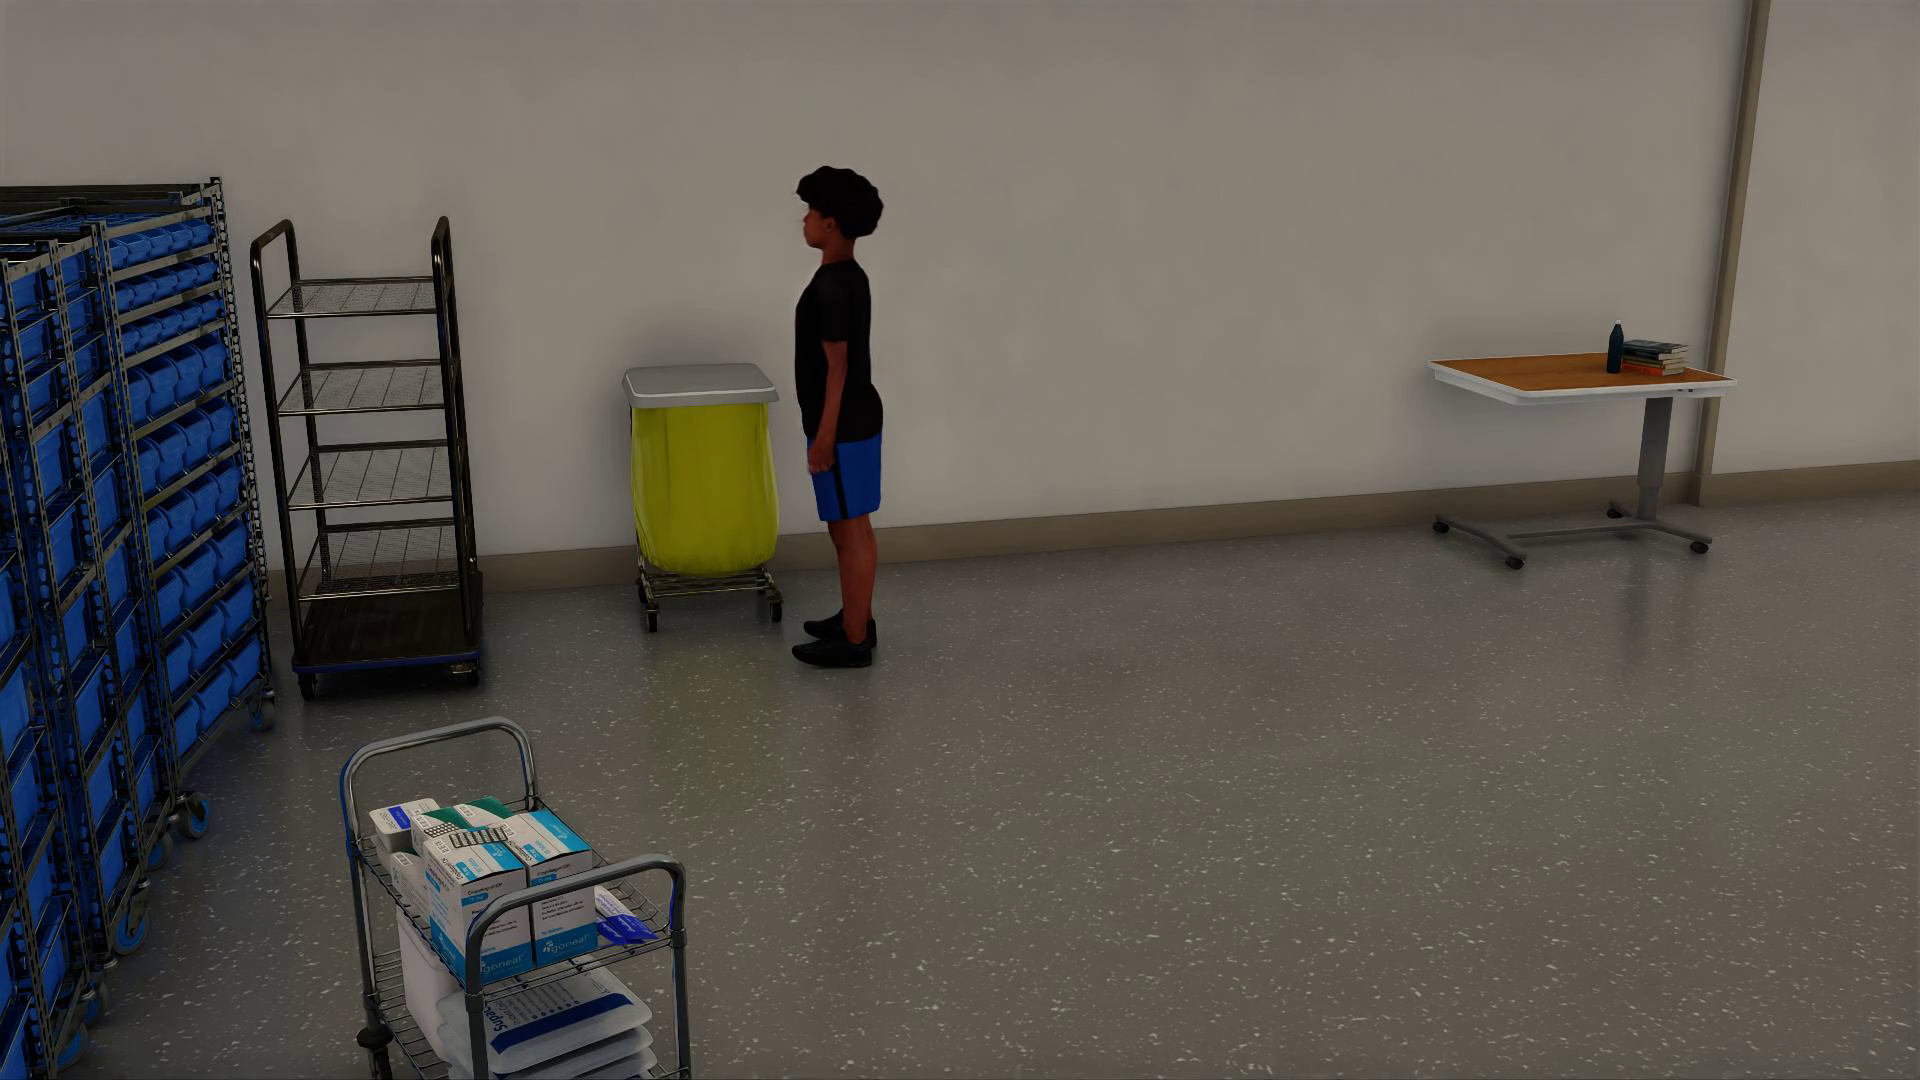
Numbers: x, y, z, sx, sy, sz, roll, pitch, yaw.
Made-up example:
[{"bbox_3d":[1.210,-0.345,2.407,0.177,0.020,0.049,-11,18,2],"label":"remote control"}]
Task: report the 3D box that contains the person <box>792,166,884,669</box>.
[{"bbox_3d":[-0.418,-0.434,5.994,0.696,1.800,0.689,2,16,7],"label":"person"}]
